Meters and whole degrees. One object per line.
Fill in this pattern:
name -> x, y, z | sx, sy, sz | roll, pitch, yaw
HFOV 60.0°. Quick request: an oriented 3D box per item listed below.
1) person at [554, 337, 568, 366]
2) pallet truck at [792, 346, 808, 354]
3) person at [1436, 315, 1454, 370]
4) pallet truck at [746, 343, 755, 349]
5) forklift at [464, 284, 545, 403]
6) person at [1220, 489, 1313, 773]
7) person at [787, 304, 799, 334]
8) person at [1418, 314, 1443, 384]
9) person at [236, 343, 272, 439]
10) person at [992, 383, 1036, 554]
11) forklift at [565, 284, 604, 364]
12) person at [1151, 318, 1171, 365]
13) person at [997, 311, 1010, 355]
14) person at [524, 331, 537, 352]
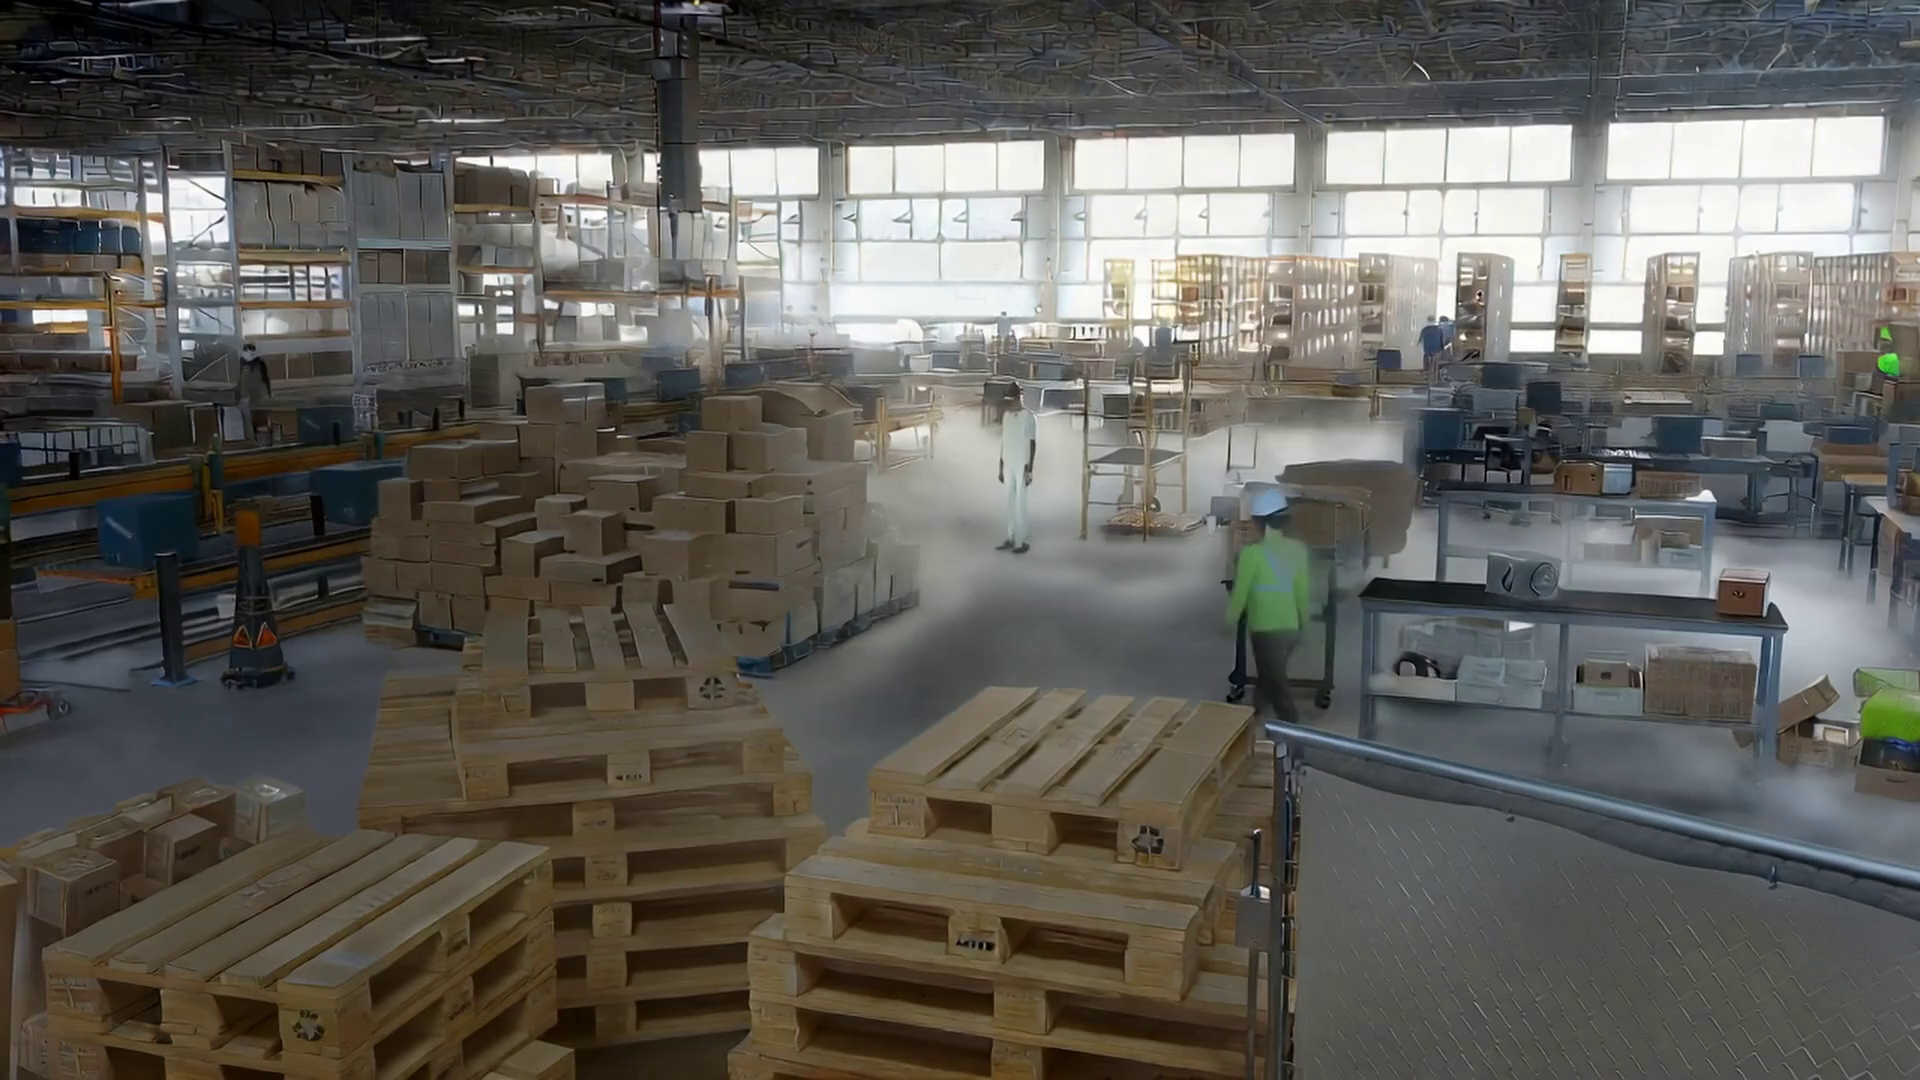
person -> -8.816, -3.696, 37.078 | 0.685, 1.673, 0.535 | -5, 10, -28
pallet truck -> -3.705, -4.298, 42.022 | 0.653, 1.274, 1.630 | 3, 10, 20
person -> 14.793, -5.950, 50.828 | 0.603, 1.832, 0.450 | 2, 9, 11
pallet truck -> -6.183, -4.618, 44.264 | 1.601, 1.201, 0.680 | -9, 12, -43
forklift -> -10.832, -4.702, 39.610 | 1.129, 2.768, 1.873 | 3, 10, 20
person -> 1.892, 0.541, 10.306 | 0.537, 1.712, 0.917 | -6, 11, -33
person -> -6.512, -8.377, 65.699 | 0.642, 1.919, 0.635 | 6, 11, 31
person -> 12.643, -5.071, 44.702 | 0.625, 1.992, 0.389 | 1, 9, 6
person -> -13.016, -2.704, 30.454 | 0.626, 1.788, 0.889 | 4, 10, 23
person -> 0.603, -0.785, 18.183 | 0.329, 1.872, 0.510 | -9, 12, -43
forklift -> -10.735, -6.037, 47.998 | 1.129, 2.768, 1.873 | 3, 10, 20
person -> 5.606, -5.210, 45.986 | 0.642, 1.866, 0.878 | -7, 12, -38
person -> 1.589, -7.505, 60.806 | 0.480, 1.734, 0.333 | -1, 9, -8
person -> -10.825, -4.504, 42.321 | 0.535, 1.602, 0.719 | 7, 11, 36
